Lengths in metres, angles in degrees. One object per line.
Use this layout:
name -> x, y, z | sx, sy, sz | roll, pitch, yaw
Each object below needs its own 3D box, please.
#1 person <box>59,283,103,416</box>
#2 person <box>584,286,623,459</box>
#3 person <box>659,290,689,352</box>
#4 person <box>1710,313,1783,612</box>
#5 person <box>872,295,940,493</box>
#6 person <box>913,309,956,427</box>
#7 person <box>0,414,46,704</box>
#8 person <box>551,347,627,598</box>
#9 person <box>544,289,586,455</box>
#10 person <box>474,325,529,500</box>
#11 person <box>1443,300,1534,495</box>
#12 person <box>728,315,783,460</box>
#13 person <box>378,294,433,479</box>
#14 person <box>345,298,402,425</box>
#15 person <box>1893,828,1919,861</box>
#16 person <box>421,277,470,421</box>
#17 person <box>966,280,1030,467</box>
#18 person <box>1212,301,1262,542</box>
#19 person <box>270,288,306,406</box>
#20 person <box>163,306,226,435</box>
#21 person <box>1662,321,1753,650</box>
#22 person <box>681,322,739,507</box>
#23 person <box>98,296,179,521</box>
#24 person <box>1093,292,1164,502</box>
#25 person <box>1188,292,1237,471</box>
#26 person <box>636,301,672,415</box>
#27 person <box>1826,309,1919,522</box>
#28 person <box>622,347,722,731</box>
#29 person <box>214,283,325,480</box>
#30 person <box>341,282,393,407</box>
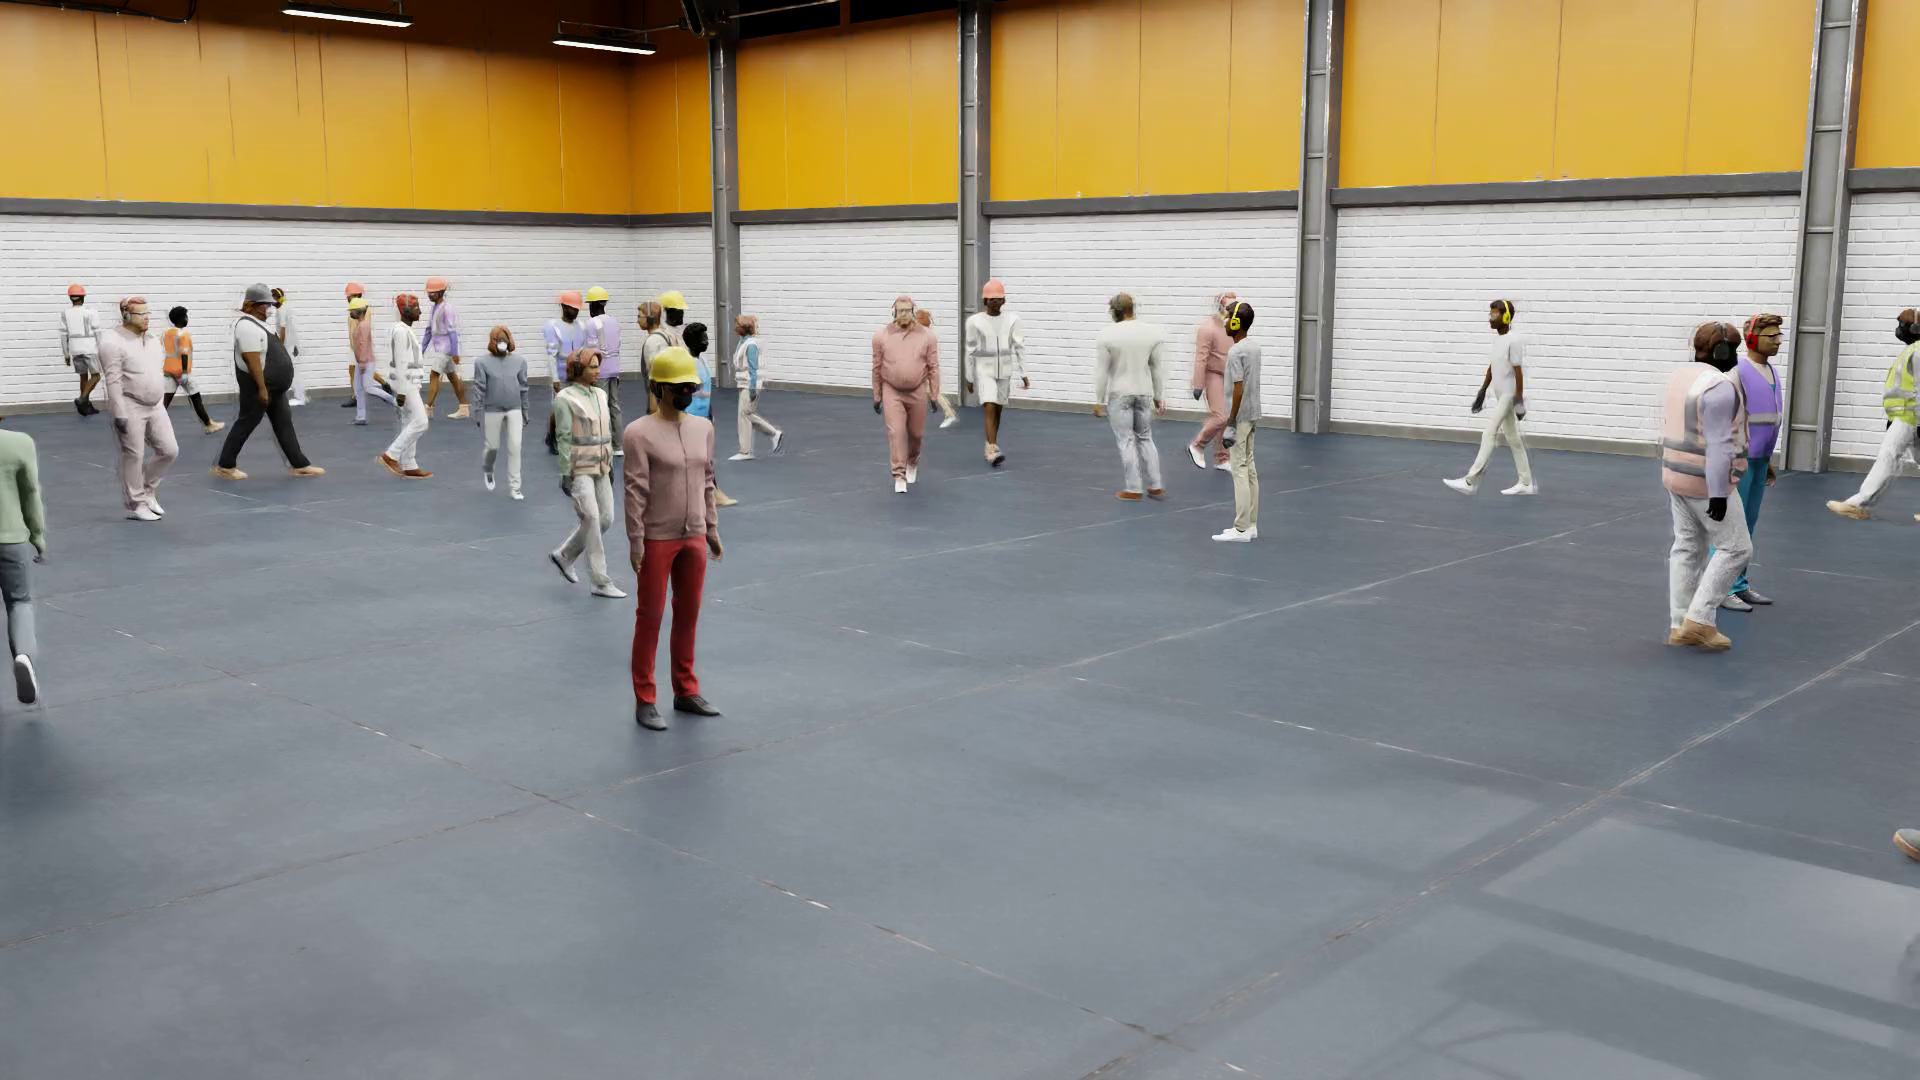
person -> -12.640, -2.732, 23.944 | 0.578, 1.916, 0.800 | 0, 9, 2
person -> -4.006, -1.862, 18.578 | 0.383, 1.924, 0.594 | 3, 10, 20
person -> -2.996, -1.592, 16.995 | 0.658, 1.905, 0.592 | 4, 10, 21
person -> 4.916, -0.491, 10.414 | 0.563, 1.847, 0.388 | -8, 12, -41
person -> -0.526, -1.425, 16.055 | 0.651, 1.881, 0.857 | -1, 9, -6
person -> -0.437, -2.272, 22.127 | 0.837, 1.596, 0.505 | -4, 10, -22
person -> -4.646, 0.025, 7.945 | 0.504, 1.612, 0.595 | -6, 11, -32
person -> -2.442, -0.443, 10.812 | 0.647, 1.622, 0.533 | 4, 10, 23
person -> -4.444, -1.862, 18.686 | 0.549, 1.901, 0.829 | -8, 12, -39
person -> -4.270, -1.197, 15.477 | 0.507, 1.613, 0.698 | -5, 10, -27
person -> 4.985, -1.320, 15.553 | 0.939, 1.825, 0.523 | 1, 9, 3
person -> -2.285, -1.693, 18.484 | 0.581, 1.617, 0.520 | -3, 10, -19
person -> -5.554, -1.529, 16.700 | 0.445, 1.872, 0.576 | -3, 10, -17
person -> -7.985, -2.417, 22.582 | 0.710, 1.741, 0.522 | -5, 10, -27
person -> 3.679, 0.289, 5.401 | 0.605, 1.936, 1.078 | -6, 11, -35
person -> -7.351, -2.659, 23.268 | 1.003, 1.992, 0.631 | -5, 11, -28
person -> 0.405, -1.788, 17.912 | 0.633, 1.985, 1.031 | -3, 10, -15
person -> 2.164, -0.916, 12.946 | 0.335, 1.873, 0.521 | 5, 11, 29
person -> -10.435, -2.983, 25.743 | 0.464, 1.830, 0.555 | -4, 10, -21
person -> -9.832, -2.124, 21.034 | 0.550, 1.641, 0.897 | 6, 11, 33
person -> 4.151, -0.295, 9.249 | 0.473, 1.831, 0.661 | 0, 9, 1
person -> -2.441, -1.128, 14.915 | 0.873, 1.658, 0.539 | 1, 9, 8
person -> -6.886, -1.095, 13.979 | 0.425, 1.890, 0.660 | 3, 10, 17
person -> 1.533, -1.291, 15.147 | 0.673, 1.912, 0.364 | -4, 10, -22
person -> 2.724, -1.641, 17.348 | 0.669, 1.888, 0.461 | -9, 13, -42
person -> -2.814, -1.369, 15.885 | 0.658, 1.826, 0.515 | 0, 9, 2
person -> 7.908, -1.037, 13.947 | 0.977, 1.787, 0.642 | 5, 10, 27
person -> -1.322, -0.012, 7.734 | 0.331, 1.766, 0.533 | 8, 12, 40
person -> -7.049, -1.617, 16.724 | 1.030, 2.000, 0.696 | -1, 9, -7
person -> -9.168, -3.007, 25.627 | 0.544, 1.920, 0.786 | 7, 12, 37
